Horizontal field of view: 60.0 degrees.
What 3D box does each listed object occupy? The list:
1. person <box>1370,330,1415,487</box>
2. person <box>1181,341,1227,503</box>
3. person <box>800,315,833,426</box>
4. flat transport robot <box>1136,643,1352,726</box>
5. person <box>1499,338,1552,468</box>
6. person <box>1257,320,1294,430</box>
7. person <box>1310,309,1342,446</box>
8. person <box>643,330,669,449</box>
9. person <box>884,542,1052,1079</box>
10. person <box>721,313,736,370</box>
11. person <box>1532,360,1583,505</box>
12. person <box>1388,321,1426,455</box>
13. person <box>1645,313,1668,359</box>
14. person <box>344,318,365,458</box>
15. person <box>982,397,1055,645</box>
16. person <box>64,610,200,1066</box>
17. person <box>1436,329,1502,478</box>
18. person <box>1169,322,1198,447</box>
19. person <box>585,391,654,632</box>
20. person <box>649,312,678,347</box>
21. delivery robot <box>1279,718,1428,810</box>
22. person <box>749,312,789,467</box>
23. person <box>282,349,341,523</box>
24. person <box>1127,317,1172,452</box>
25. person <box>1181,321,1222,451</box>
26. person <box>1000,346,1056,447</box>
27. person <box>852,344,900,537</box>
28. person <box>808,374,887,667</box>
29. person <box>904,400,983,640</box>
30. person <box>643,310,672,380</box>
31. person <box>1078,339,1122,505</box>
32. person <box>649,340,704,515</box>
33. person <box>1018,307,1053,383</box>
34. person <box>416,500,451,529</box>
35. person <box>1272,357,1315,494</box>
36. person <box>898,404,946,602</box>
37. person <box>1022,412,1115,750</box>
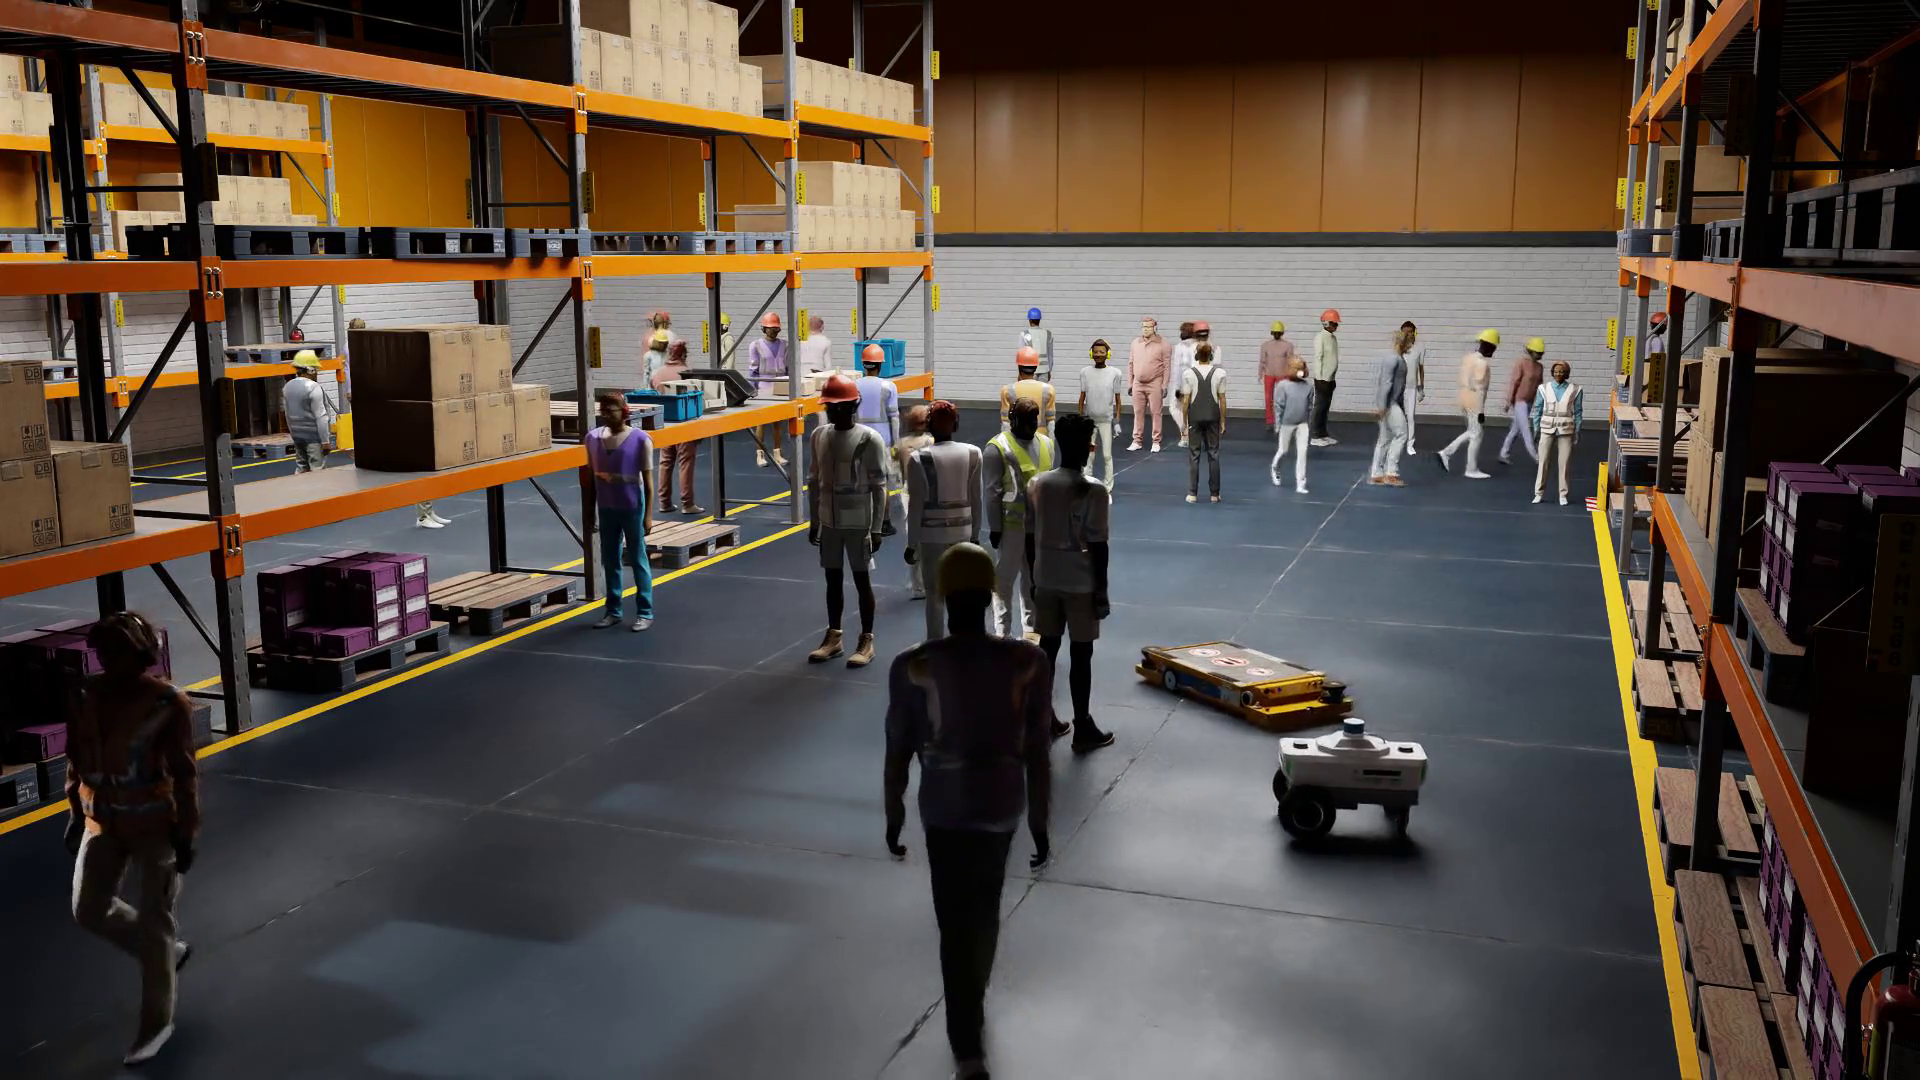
[{"bbox_3d":[5.304,-1.586,20.179,0.651,1.894,0.687,4,11,21],"label":"person"},{"bbox_3d":[2.766,-1.334,18.880,0.507,1.847,0.343,1,10,6],"label":"person"},{"bbox_3d":[-2.206,-2.424,24.941,0.655,1.881,0.838,3,11,17],"label":"person"},{"bbox_3d":[1.807,0.896,10.756,0.652,0.197,1.431,-5,11,-27],"label":"flat transport robot"},{"bbox_3d":[7.473,-1.795,21.842,0.542,1.706,0.916,-7,12,-35],"label":"person"},{"bbox_3d":[5.004,-2.605,26.320,0.546,1.749,0.480,4,11,21],"label":"person"},{"bbox_3d":[5.366,-2.376,24.334,0.402,1.990,0.622,7,12,34],"label":"person"},{"bbox_3d":[-4.275,-2.157,23.932,0.495,1.702,0.819,-8,13,-37],"label":"person"},{"bbox_3d":[0.039,0.952,5.944,0.596,1.879,0.991,-2,10,-10],"label":"person"},{"bbox_3d":[-3.807,-2.713,26.675,0.403,1.837,0.591,-5,11,-26],"label":"person"},{"bbox_3d":[6.729,-1.207,18.747,0.520,1.639,0.312,4,11,23],"label":"person"},{"bbox_3d":[6.231,-2.121,23.249,0.532,1.871,0.321,2,10,10],"label":"person"},{"bbox_3d":[10.292,-2.403,24.675,0.374,1.928,0.542,0,10,-1],"label":"person"},{"bbox_3d":[-8.217,-2.092,22.911,0.358,1.931,0.628,4,11,22],"label":"person"},{"bbox_3d":[0.459,-0.114,12.022,0.633,1.843,0.429,-8,13,-38],"label":"person"},{"bbox_3d":[-3.002,1.047,6.074,0.556,1.630,0.463,3,10,14],"label":"person"},{"bbox_3d":[6.406,-1.701,20.811,0.632,1.891,0.642,1,10,4],"label":"person"},{"bbox_3d":[3.283,-2.218,23.930,0.624,1.832,0.445,-7,12,-33],"label":"person"},{"bbox_3d":[-2.562,-0.219,12.644,0.565,1.835,0.389,4,11,20],"label":"person"},{"bbox_3d":[-4.397,-2.403,24.641,0.354,1.936,0.635,4,11,23],"label":"person"},{"bbox_3d":[1.967,1.138,8.330,0.707,0.478,0.477,1,10,7],"label":"delivery robot"},{"bbox_3d":[-2.481,-1.990,22.020,0.610,2.043,0.397,-6,12,-31],"label":"person"},{"bbox_3d":[-6.819,-1.082,17.491,0.586,1.835,0.403,6,12,32],"label":"person"},{"bbox_3d":[2.657,-2.193,23.546,0.639,1.911,0.406,6,12,29],"label":"person"},{"bbox_3d":[3.371,-2.133,23.332,0.546,1.874,1.000,5,11,25],"label":"person"},{"bbox_3d":[0.662,-0.927,16.317,0.549,1.942,0.347,-1,10,-7],"label":"person"},{"bbox_3d":[-0.872,-0.996,16.719,0.552,1.937,0.356,2,10,10],"label":"person"},{"bbox_3d":[-0.807,-0.130,11.542,0.611,2.042,0.396,6,12,30],"label":"person"},{"bbox_3d":[-0.109,-0.013,11.336,0.573,1.883,0.355,-5,11,-28],"label":"person"},{"bbox_3d":[-4.545,-2.417,24.653,0.583,1.962,0.624,2,10,11],"label":"person"},{"bbox_3d":[1.568,-1.332,18.792,0.524,1.876,0.325,3,11,16],"label":"person"},{"bbox_3d":[-3.069,-1.231,18.173,0.651,1.901,0.396,6,12,29],"label":"person"},{"bbox_3d":[1.178,-2.657,26.038,0.605,1.951,0.382,-5,11,-25],"label":"person"},{"bbox_3d":[-5.514,-1.052,17.254,0.328,1.861,0.519,0,10,-1],"label":"person"},{"bbox_3d":[3.968,-1.388,19.845,0.504,1.610,0.742,-2,10,-9],"label":"person"},{"bbox_3d":[-0.300,-0.291,13.604,0.355,1.630,0.565,-10,14,-44],"label":"person"},{"bbox_3d":[0.634,0.235,9.704,0.608,1.966,0.372,10,14,43],"label":"person"}]
